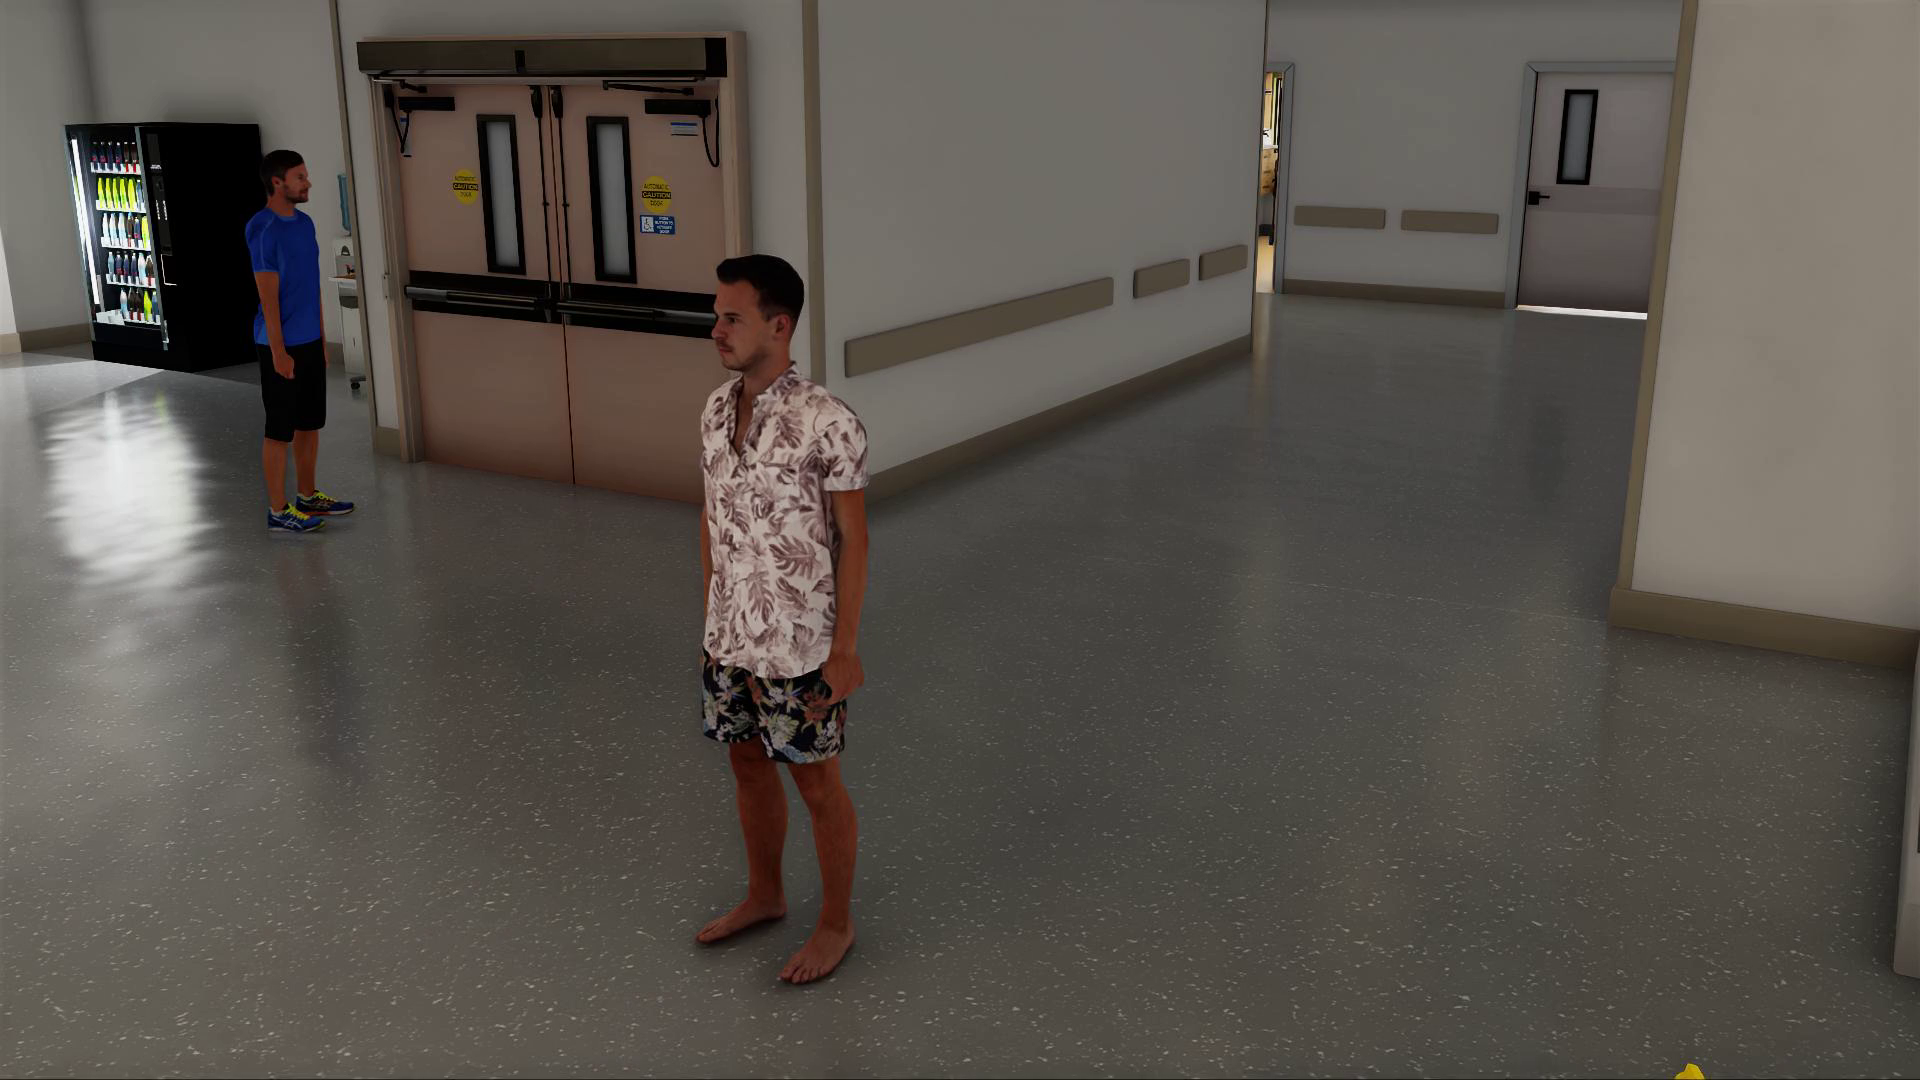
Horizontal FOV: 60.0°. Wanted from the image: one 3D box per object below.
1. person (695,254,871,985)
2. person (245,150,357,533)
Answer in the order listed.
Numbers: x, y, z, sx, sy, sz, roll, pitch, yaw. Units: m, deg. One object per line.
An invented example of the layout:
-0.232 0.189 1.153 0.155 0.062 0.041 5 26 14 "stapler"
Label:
-0.443 0.196 4.158 0.542 1.814 0.764 12 20 37 "person"
-3.334 -0.983 8.253 0.681 1.862 0.678 2 16 8 "person"
